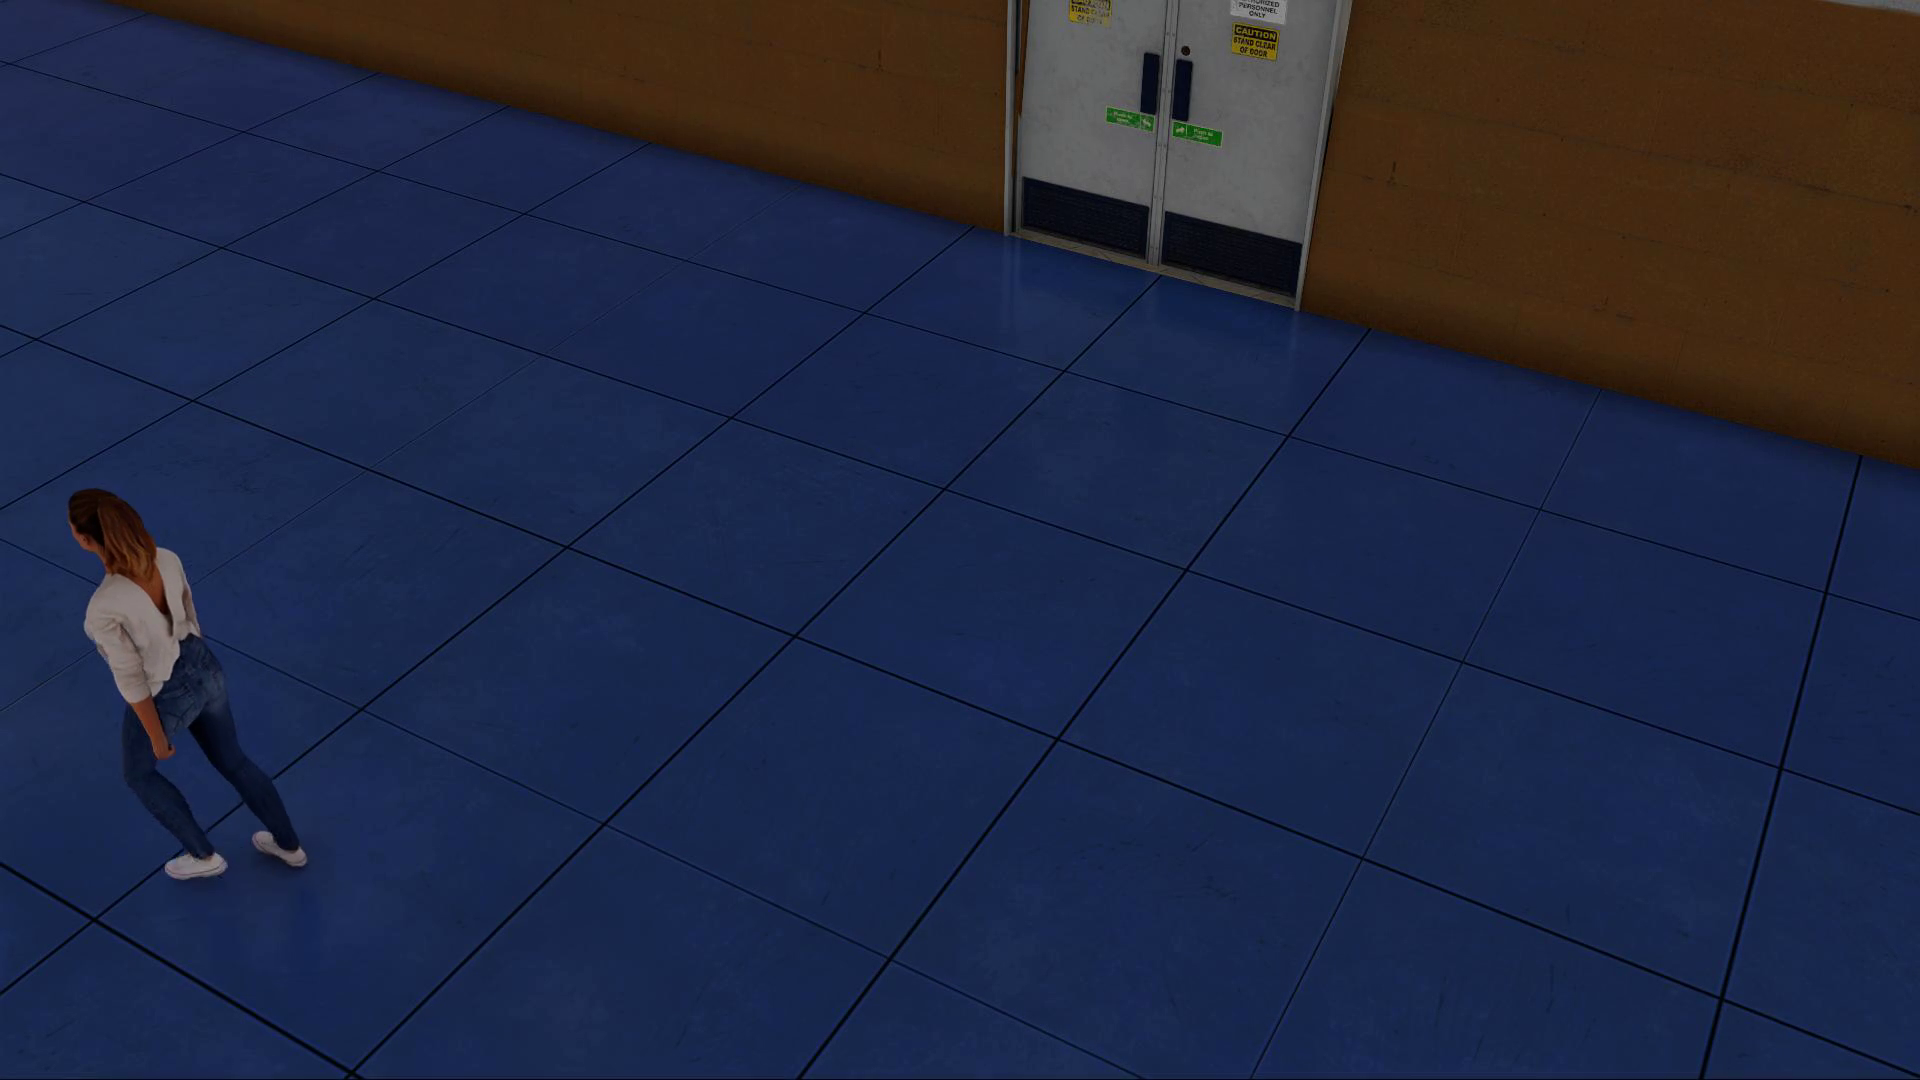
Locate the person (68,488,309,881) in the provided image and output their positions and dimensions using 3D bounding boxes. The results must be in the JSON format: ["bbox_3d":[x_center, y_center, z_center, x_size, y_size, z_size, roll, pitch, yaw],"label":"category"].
[{"bbox_3d":[-2.732,0.582,5.908,0.782,1.691,0.753,9,38,12],"label":"person"}]
